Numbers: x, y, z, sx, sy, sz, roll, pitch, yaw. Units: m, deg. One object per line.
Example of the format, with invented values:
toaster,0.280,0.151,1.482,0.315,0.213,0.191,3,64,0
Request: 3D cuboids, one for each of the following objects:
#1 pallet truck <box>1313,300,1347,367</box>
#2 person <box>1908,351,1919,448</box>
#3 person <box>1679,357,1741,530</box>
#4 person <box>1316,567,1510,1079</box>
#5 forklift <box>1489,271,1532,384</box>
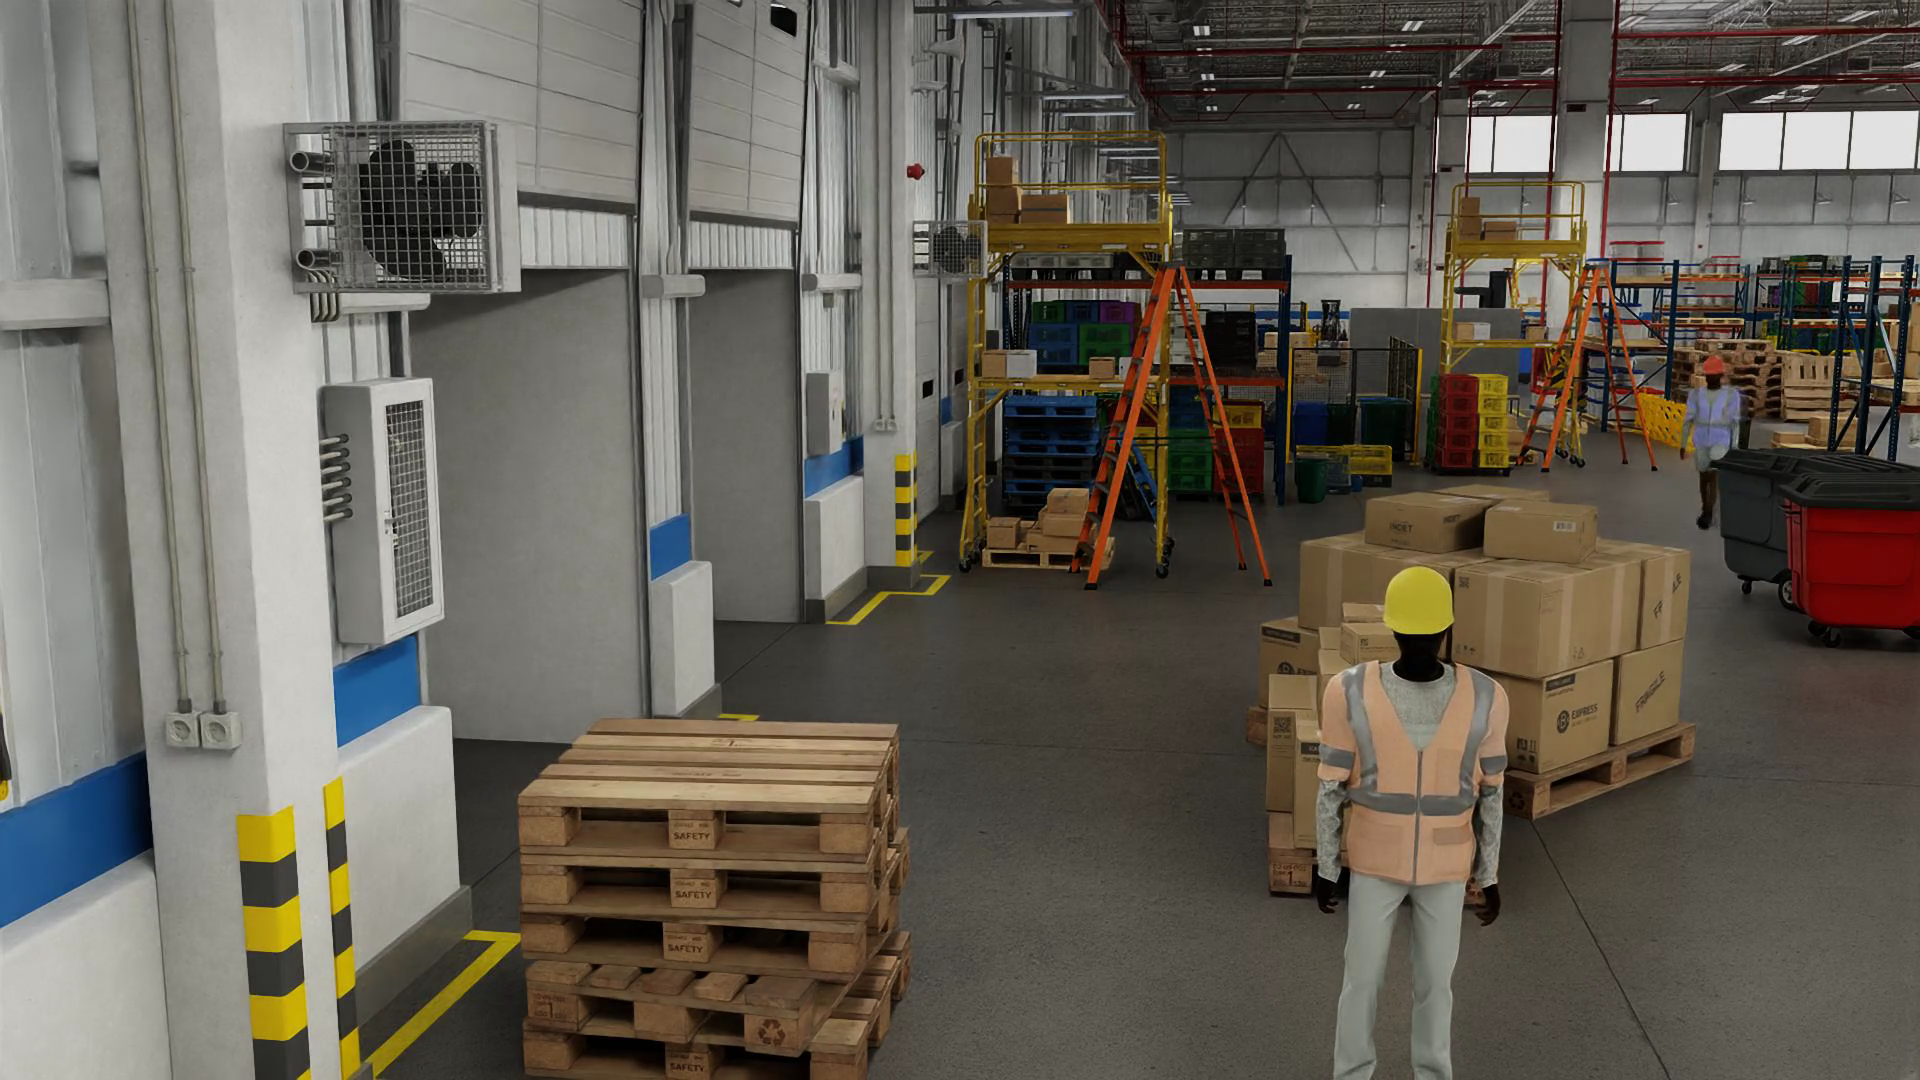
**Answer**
pallet truck,11.159,-6.200,49.718,0.823,1.965,1.885,4,10,26
person,15.515,-2.342,26.739,0.321,1.736,0.488,4,10,25
person,8.264,-1.063,18.378,0.568,1.882,0.988,7,12,37
person,1.443,1.031,5.341,0.594,1.924,0.379,1,9,7
forklift,13.422,-5.322,41.591,1.873,2.768,1.129,1,9,9
